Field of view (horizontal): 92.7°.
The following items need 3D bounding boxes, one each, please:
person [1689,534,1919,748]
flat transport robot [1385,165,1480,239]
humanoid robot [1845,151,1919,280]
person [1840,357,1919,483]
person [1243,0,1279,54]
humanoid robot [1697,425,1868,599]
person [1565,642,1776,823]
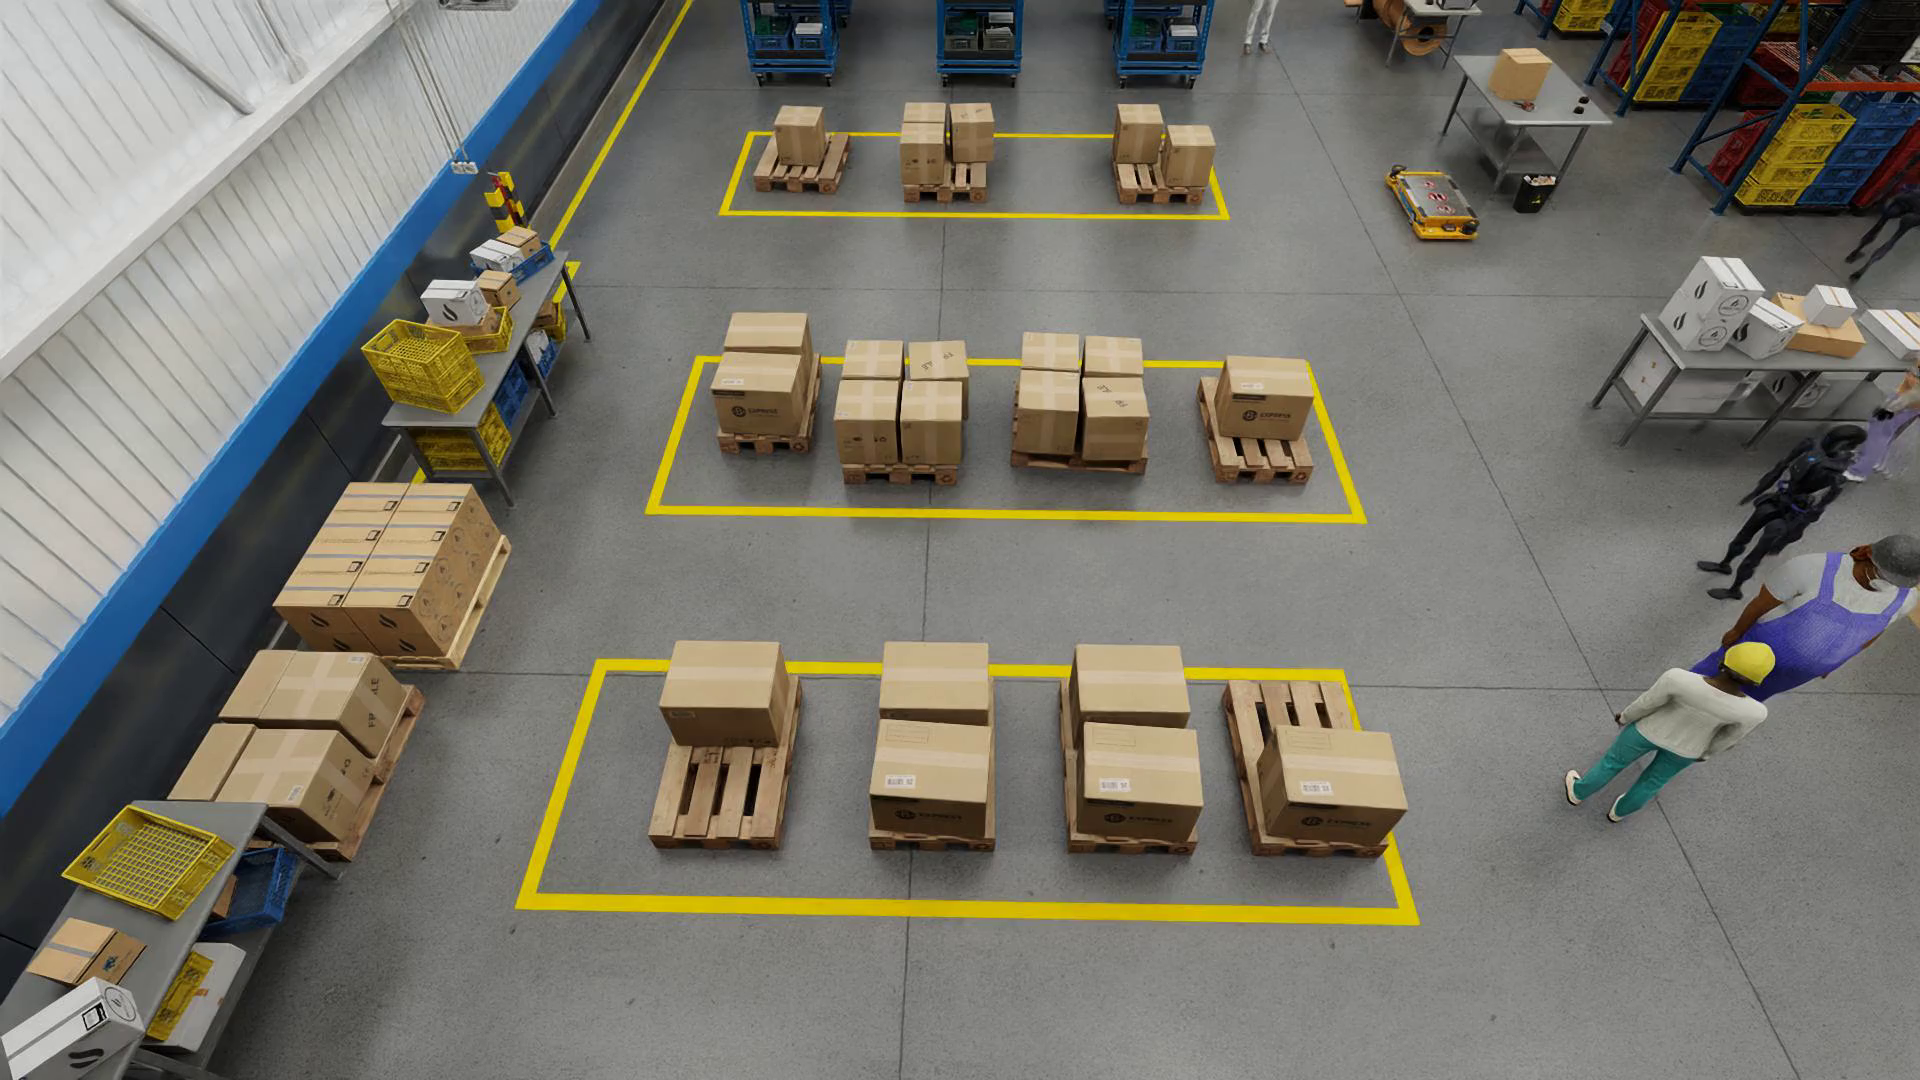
[{"bbox_3d":[5.259,0.664,5.788,0.682,2.000,0.536,19,52,16],"label":"person"},{"bbox_3d":[5.692,-4.094,11.059,0.652,0.197,1.431,1,49,1],"label":"flat transport robot"},{"bbox_3d":[10.083,-3.568,9.711,0.671,1.634,0.589,-26,54,-21],"label":"humanoid robot"},{"bbox_3d":[7.828,-1.219,7.521,0.629,1.879,0.481,-37,58,-28],"label":"person"},{"bbox_3d":[4.629,-8.265,13.620,0.573,1.883,0.355,-5,49,-4],"label":"person"},{"bbox_3d":[6.079,-0.211,6.782,0.350,1.646,0.575,5,49,4],"label":"humanoid robot"},{"bbox_3d":[4.268,1.167,5.531,0.524,1.769,0.313,27,54,22],"label":"person"}]
